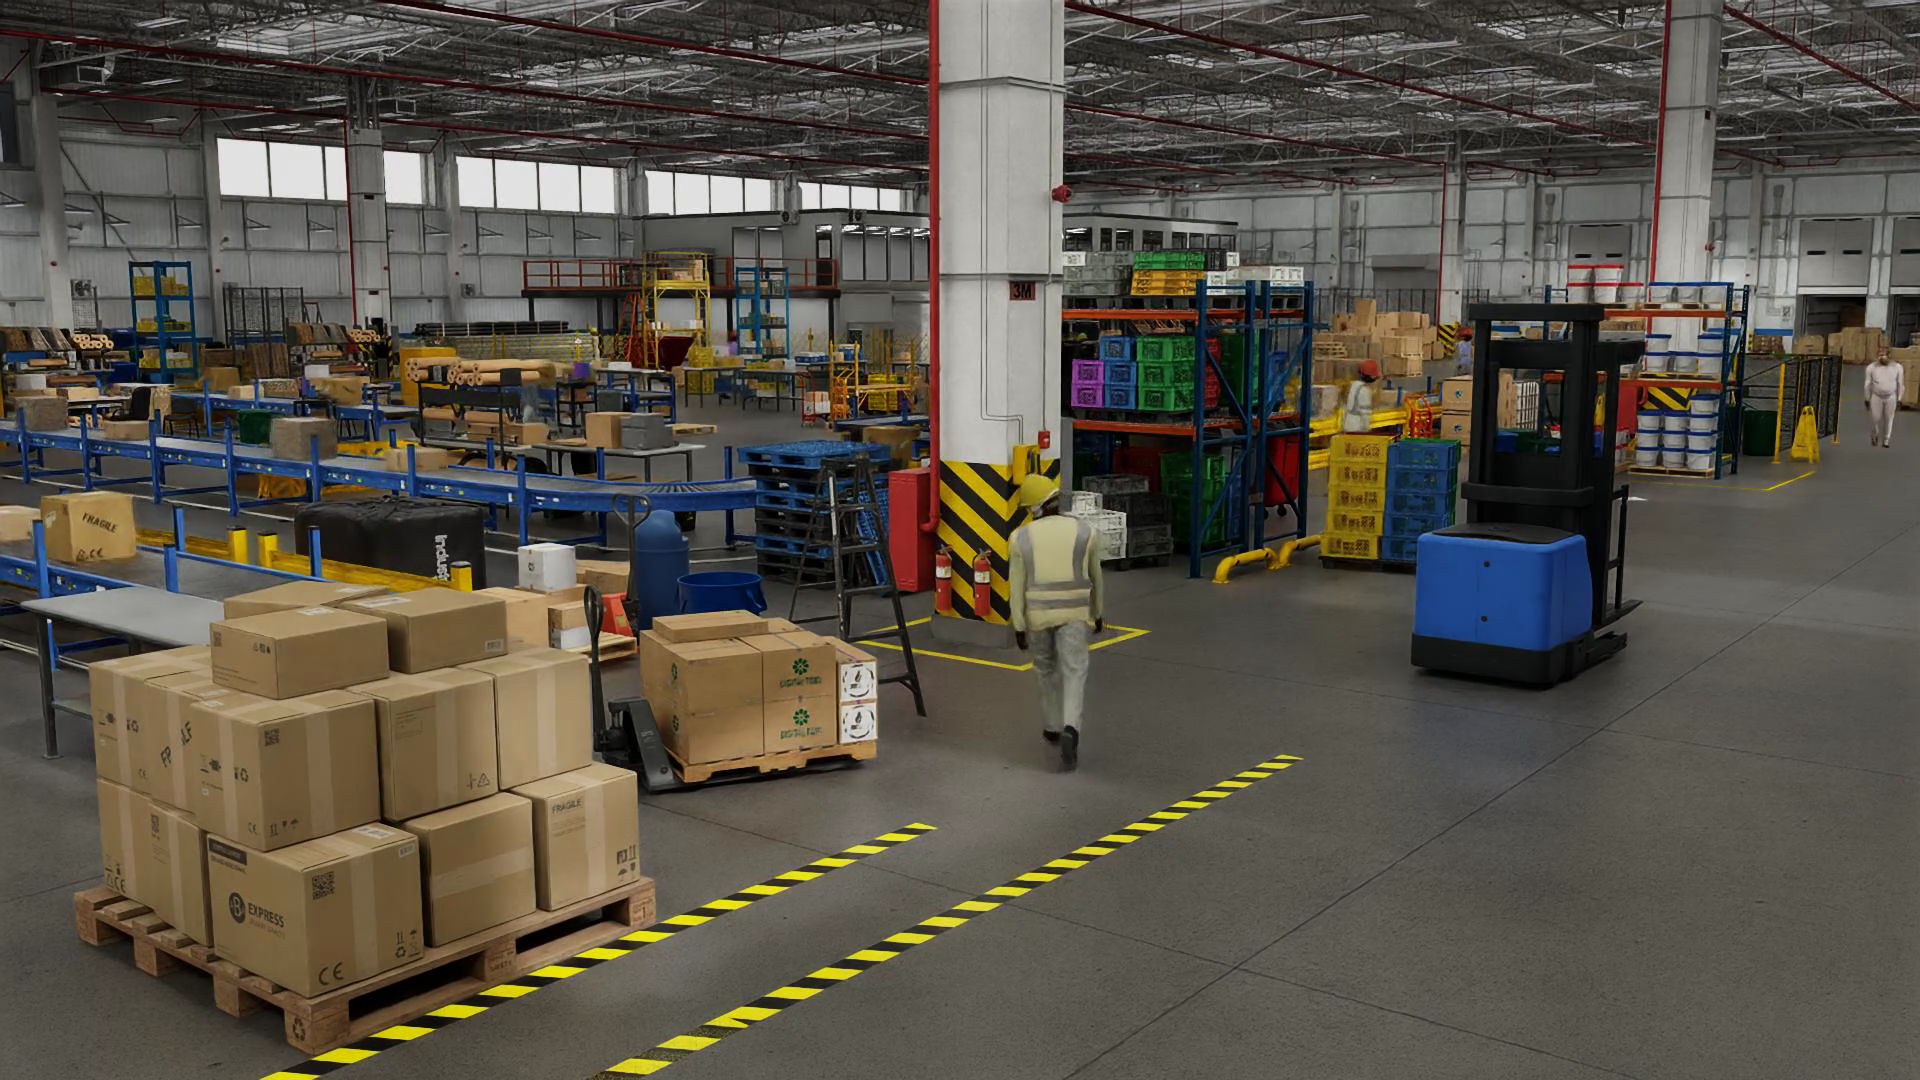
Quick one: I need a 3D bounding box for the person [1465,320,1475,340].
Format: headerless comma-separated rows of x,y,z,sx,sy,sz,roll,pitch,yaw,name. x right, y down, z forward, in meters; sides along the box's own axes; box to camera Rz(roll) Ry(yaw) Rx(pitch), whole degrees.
24.516,-9.855,79.823,0.634,1.842,0.429,-3,9,-19,person

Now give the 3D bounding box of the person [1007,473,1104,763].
0.597,0.479,10.373,0.606,1.781,0.812,0,8,2,person

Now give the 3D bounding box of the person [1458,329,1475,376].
14.244,-5.032,47.141,0.549,1.899,0.750,-5,10,-30,person

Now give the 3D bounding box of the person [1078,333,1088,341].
3.344,-4.765,45.575,0.421,1.816,0.612,3,9,22,person

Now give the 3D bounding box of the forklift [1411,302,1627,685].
4.379,-0.438,12.852,1.129,2.768,1.873,7,11,37,forklift

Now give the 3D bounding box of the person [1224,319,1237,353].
10.695,-7.804,65.854,0.565,1.883,0.984,3,9,20,person

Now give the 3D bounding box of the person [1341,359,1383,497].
5.588,-1.540,23.261,0.568,1.991,0.624,0,8,0,person

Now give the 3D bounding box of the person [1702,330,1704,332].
24.642,-6.392,55.807,0.536,2.000,0.683,-2,9,-13,person

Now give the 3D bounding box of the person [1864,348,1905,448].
17.360,-2.668,31.235,0.662,1.880,0.460,4,9,24,person

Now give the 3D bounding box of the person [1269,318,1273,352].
15.331,-10.140,81.729,0.508,1.846,0.345,-3,9,-19,person

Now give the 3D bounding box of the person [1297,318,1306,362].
14.173,-8.261,68.747,0.866,1.953,0.612,-4,9,-24,person

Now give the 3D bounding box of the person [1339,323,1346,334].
13.996,-7.013,60.730,1.005,1.835,0.581,0,8,-3,person

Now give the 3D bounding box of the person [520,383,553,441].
-7.969,-2.492,30.984,0.746,1.603,0.509,-6,10,-35,person

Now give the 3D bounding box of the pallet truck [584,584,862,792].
-1.426,0.805,10.019,1.601,1.201,0.680,-4,9,-26,pallet truck

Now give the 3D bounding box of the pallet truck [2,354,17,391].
-24.881,-4.417,42.634,1.885,1.965,0.823,8,11,41,pallet truck

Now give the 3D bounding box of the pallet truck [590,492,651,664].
-3.115,0.344,12.883,0.653,1.274,1.630,7,11,37,pallet truck

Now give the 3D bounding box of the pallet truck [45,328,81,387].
-23.775,-4.544,43.495,1.885,1.965,0.823,6,10,35,pallet truck

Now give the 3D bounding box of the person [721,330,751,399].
-6.175,-4.797,45.555,0.557,1.899,0.971,8,12,44,person

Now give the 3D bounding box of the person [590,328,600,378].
-12.433,-6.362,56.630,0.312,1.736,0.483,-1,8,-4,person
